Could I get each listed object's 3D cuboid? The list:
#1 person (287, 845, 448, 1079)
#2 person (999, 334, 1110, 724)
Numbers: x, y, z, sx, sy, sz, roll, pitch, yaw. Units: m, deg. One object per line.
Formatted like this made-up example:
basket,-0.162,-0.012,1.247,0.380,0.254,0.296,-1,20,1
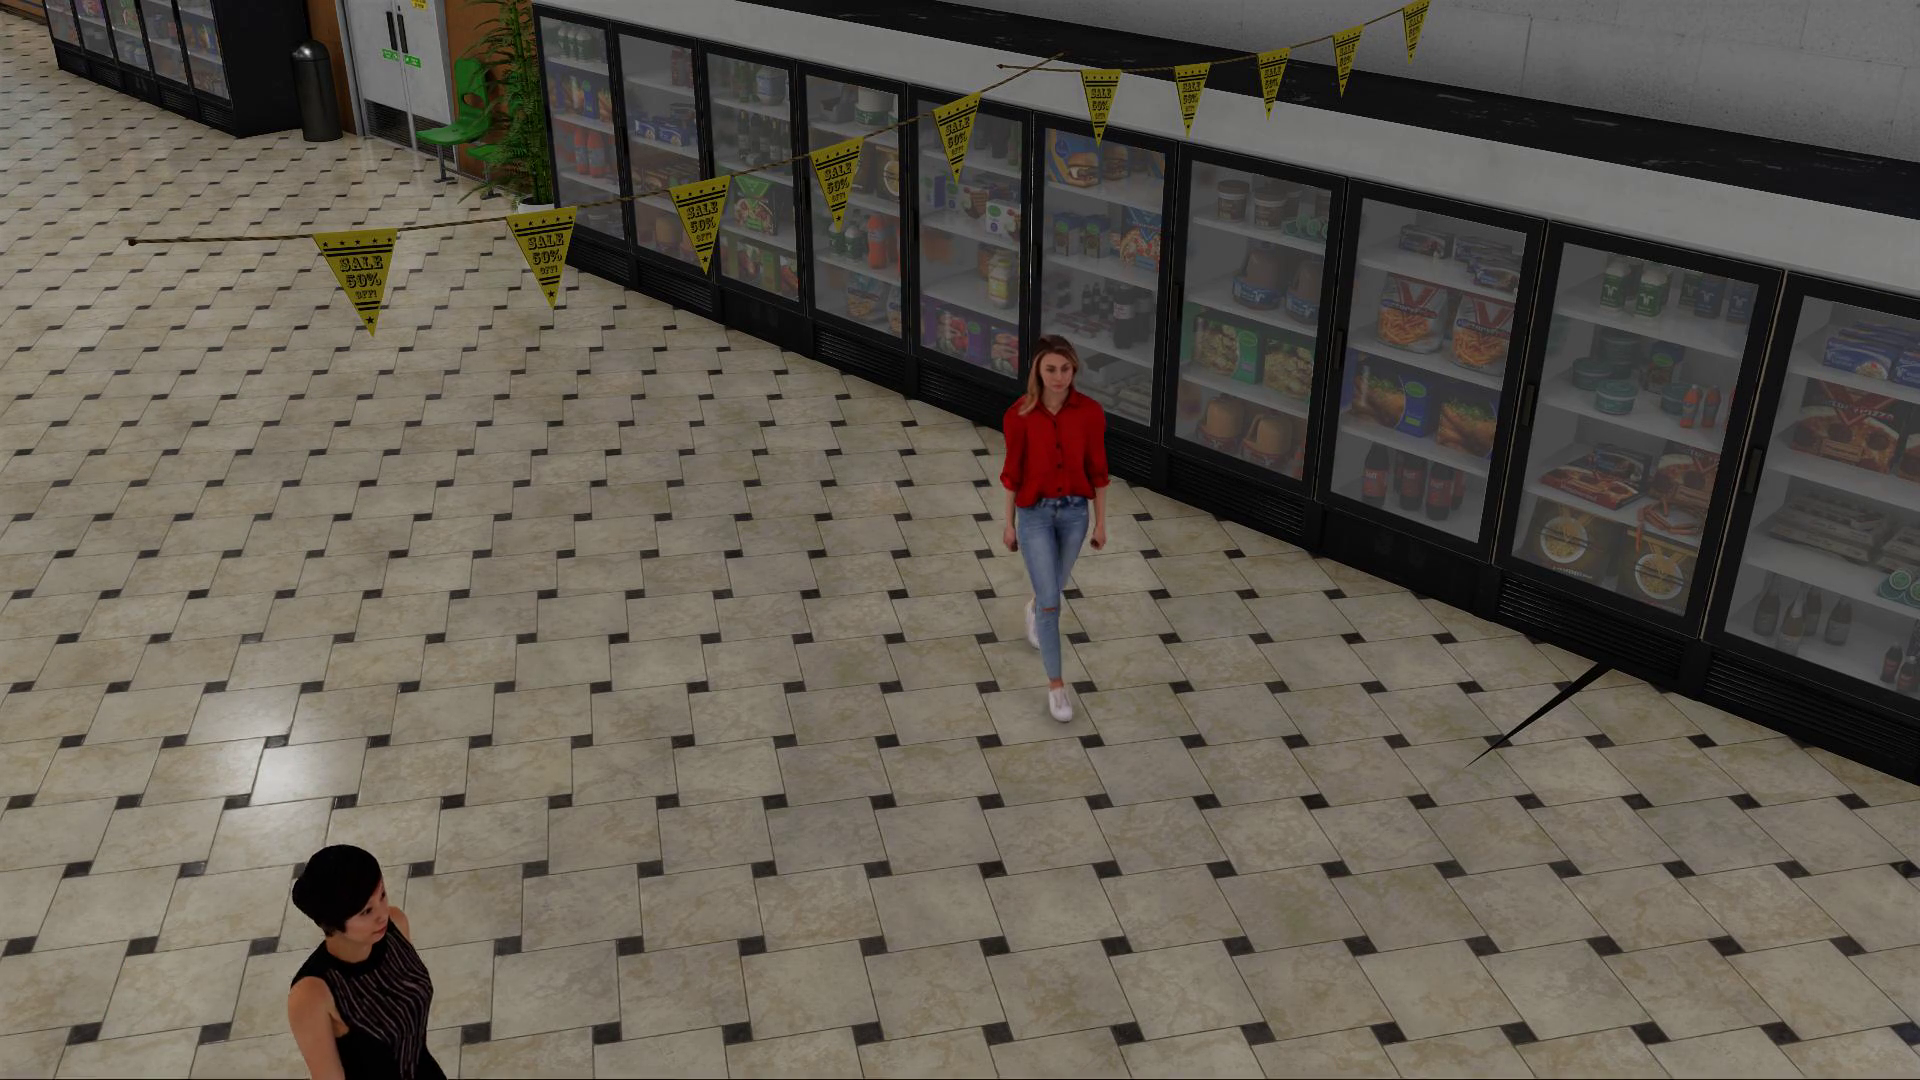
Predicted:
person,-1.575,1.444,4.343,0.813,1.579,0.829,11,29,21
person,0.400,-0.068,7.335,1.114,1.568,1.070,-5,27,-10
